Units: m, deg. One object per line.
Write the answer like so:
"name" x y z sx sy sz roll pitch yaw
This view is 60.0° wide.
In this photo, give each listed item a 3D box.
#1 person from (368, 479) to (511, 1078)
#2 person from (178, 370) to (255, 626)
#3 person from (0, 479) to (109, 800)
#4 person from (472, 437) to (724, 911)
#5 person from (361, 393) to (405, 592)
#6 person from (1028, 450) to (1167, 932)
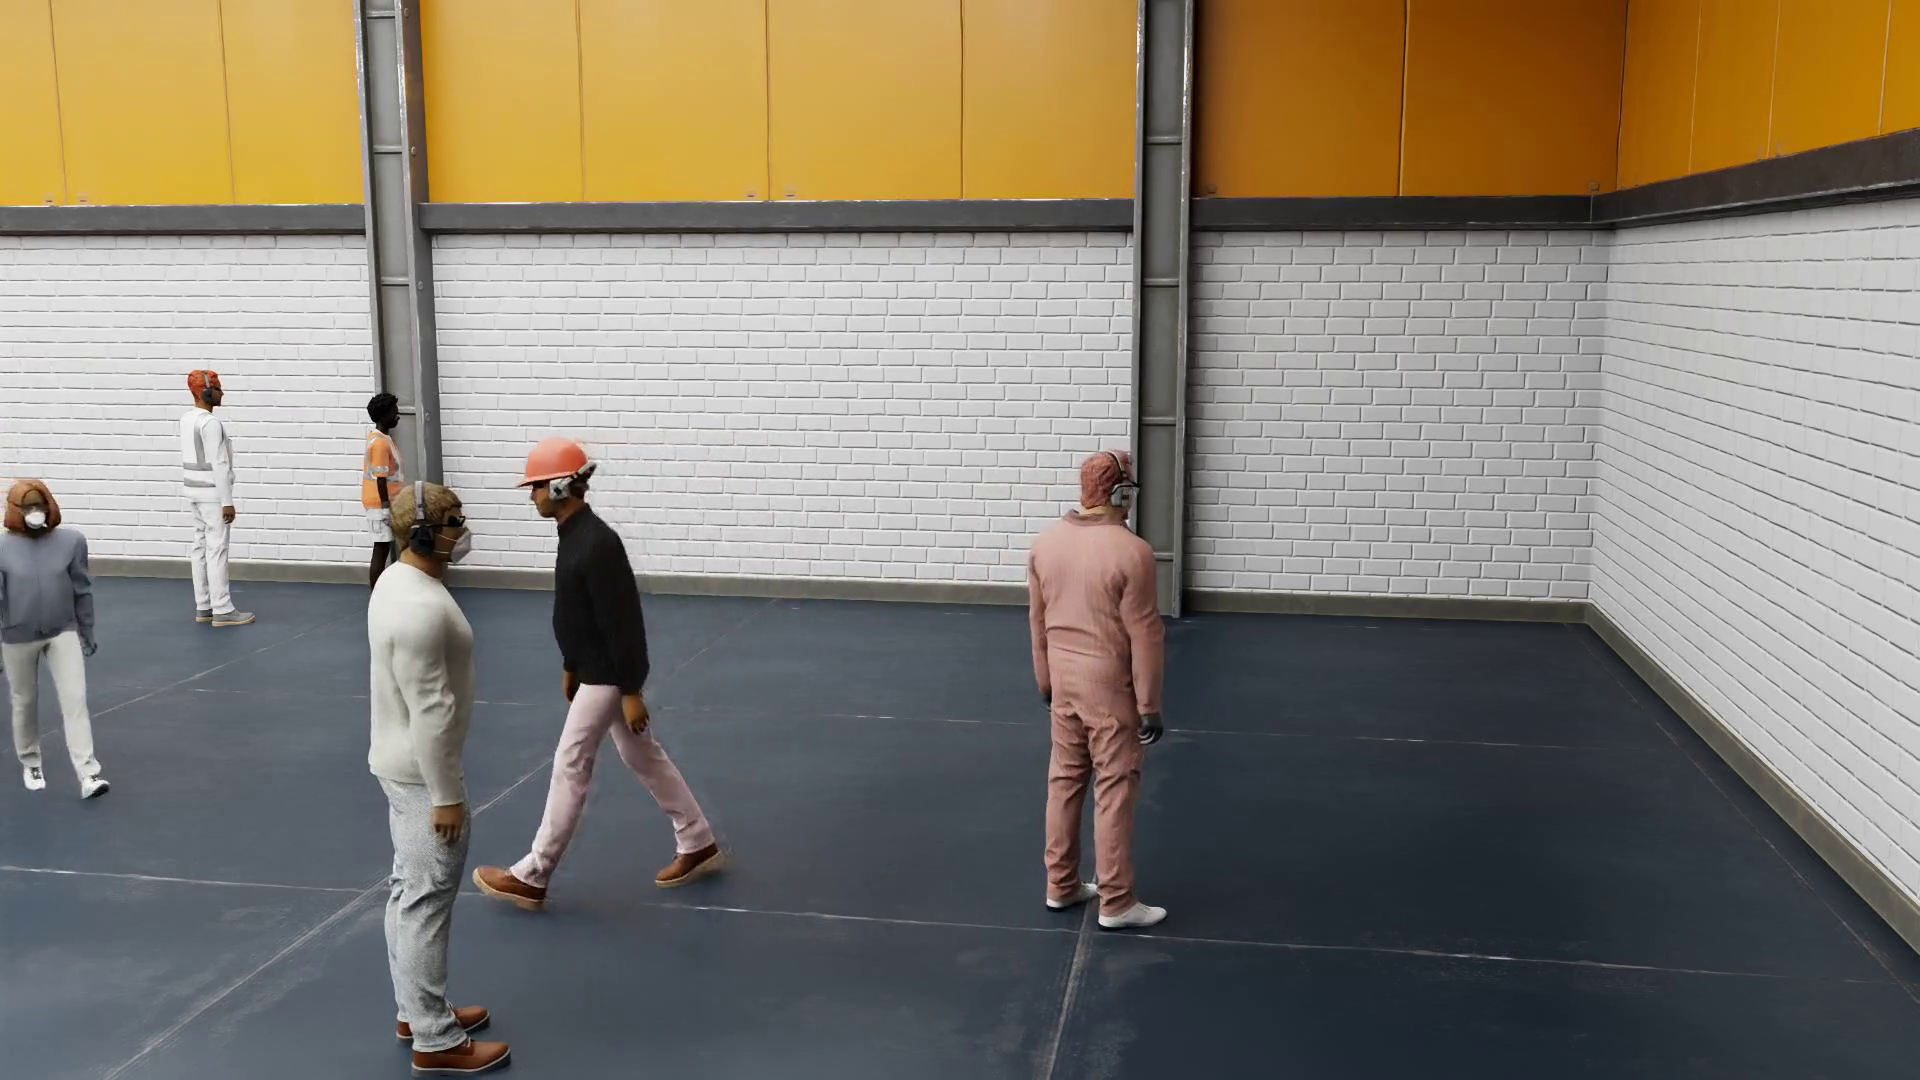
"person" -1.732 0.766 5.437 0.375 1.940 0.627 -4 10 -23
"person" -5.501 -0.307 12.233 0.576 1.882 0.355 8 12 42
"person" -4.492 0.499 8.155 0.525 1.588 0.851 -8 12 -39
"person" -1.469 0.542 6.839 1.054 1.929 0.659 -3 10 -16
"person" -4.365 -0.269 12.597 0.321 1.691 0.532 -3 10 -18
"person" 0.574 0.589 6.634 0.403 1.904 0.651 -8 12 -41
